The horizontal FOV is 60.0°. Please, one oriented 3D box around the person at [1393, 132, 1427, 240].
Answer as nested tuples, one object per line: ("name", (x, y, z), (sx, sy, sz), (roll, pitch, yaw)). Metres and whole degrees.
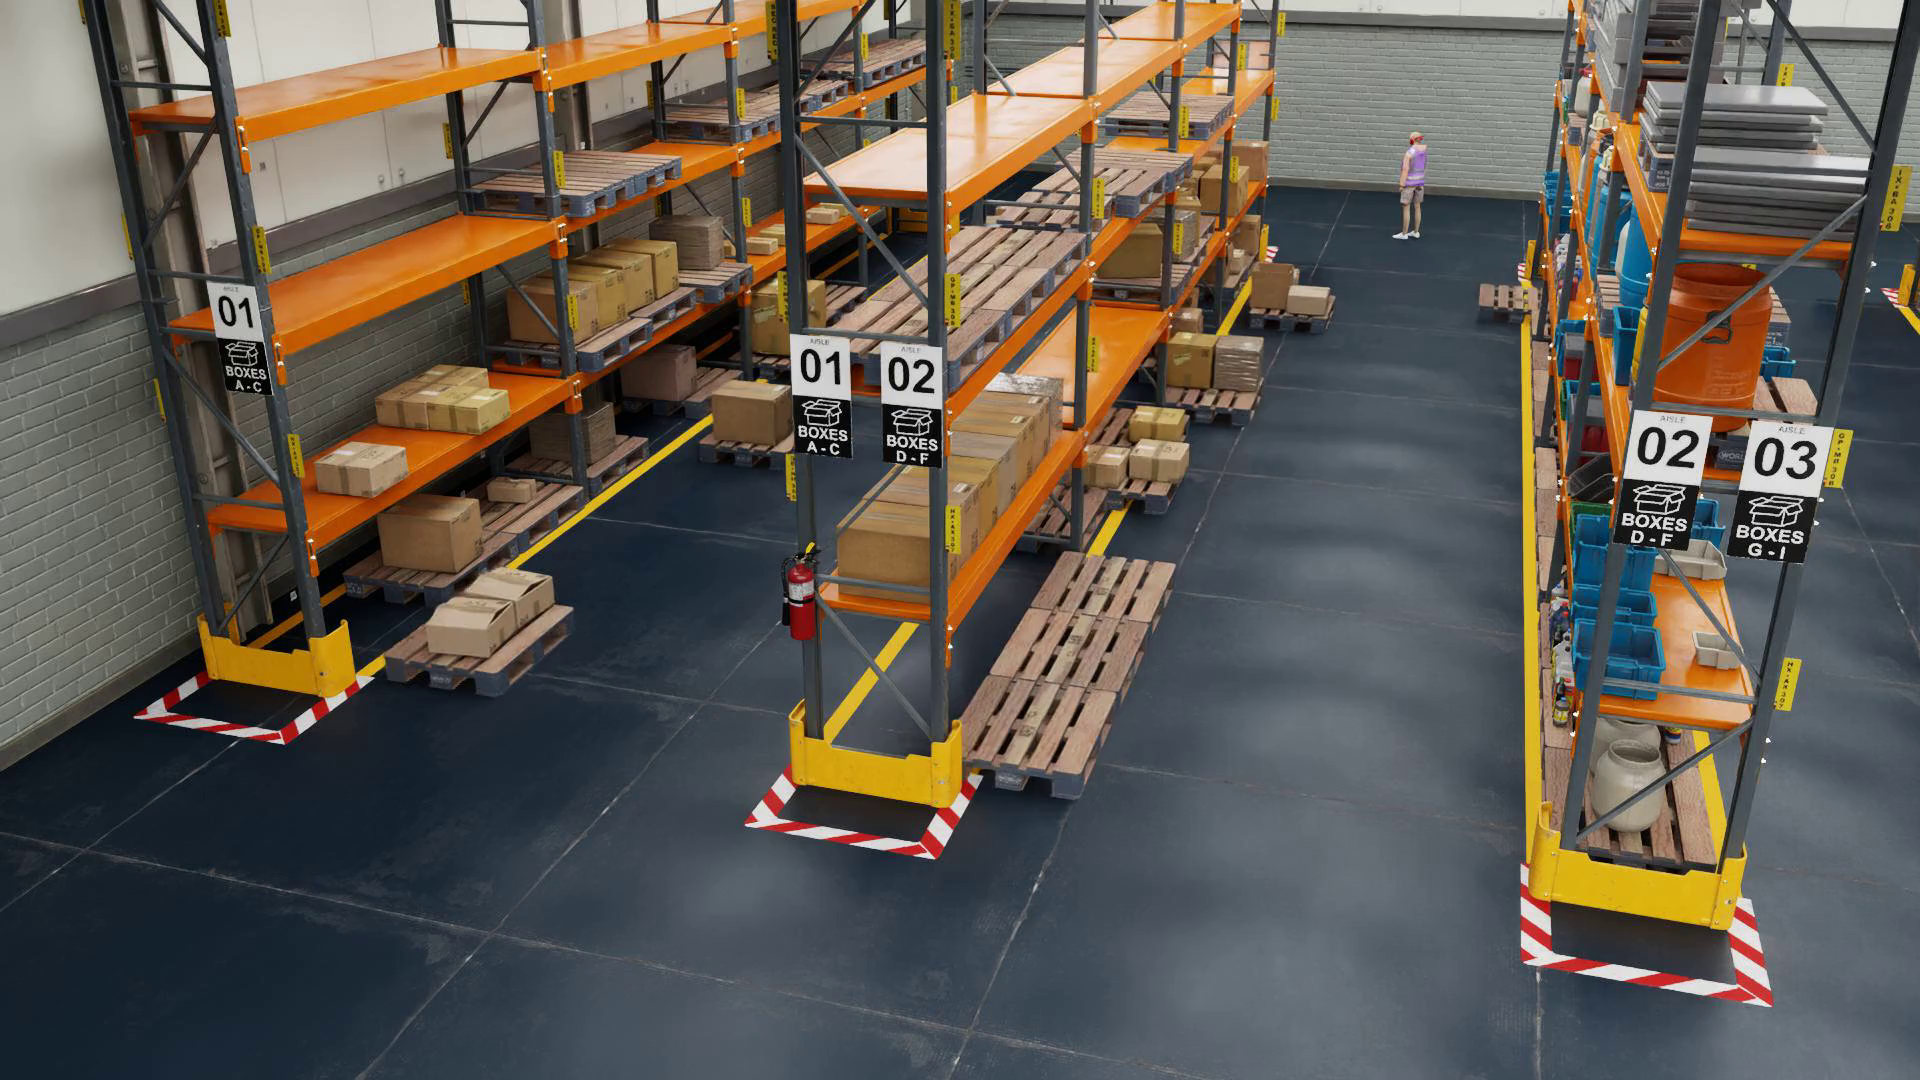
("person", (7.182, -5.623, 26.423), (0.489, 1.688, 0.352), (-14, 27, -29))
